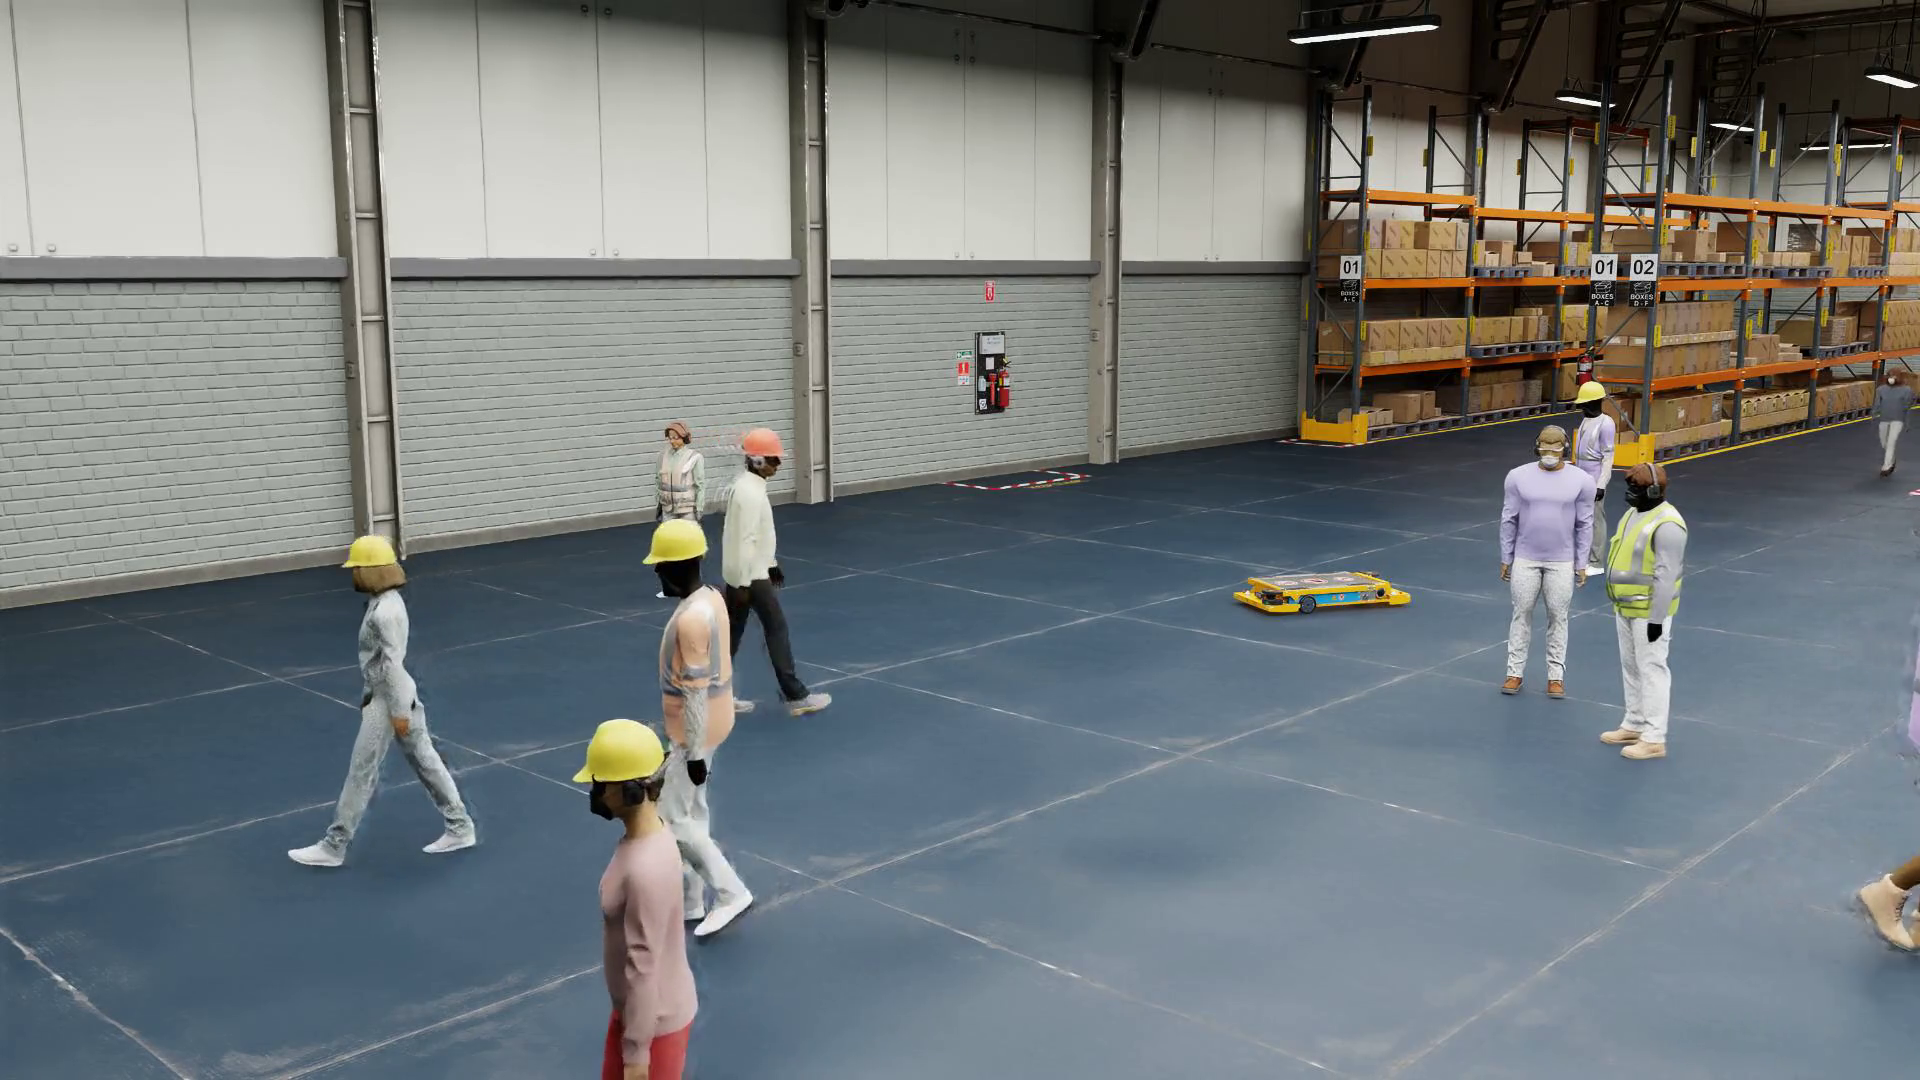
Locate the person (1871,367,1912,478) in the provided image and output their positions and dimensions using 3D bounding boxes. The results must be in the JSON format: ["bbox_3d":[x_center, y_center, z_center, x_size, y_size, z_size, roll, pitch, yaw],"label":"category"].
[{"bbox_3d":[13.578,-1.728,24.217,0.762,1.608,0.509,-8,12,-39],"label":"person"}]

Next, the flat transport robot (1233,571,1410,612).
[{"bbox_3d":[3.253,0.456,14.955,1.431,0.197,0.652,-3,10,-18],"label":"flat transport robot"}]

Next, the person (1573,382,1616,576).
[{"bbox_3d":[6.214,-0.603,16.402,0.379,1.918,0.585,-1,9,-4],"label":"person"}]

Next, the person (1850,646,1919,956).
[{"bbox_3d":[4.282,0.858,7.163,0.481,2.028,0.628,7,12,36],"label":"person"}]

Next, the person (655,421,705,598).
[{"bbox_3d":[-2.560,-0.268,15.208,0.512,1.639,0.311,4,10,23],"label":"person"}]

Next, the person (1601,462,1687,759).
[{"bbox_3d":[4.246,0.429,10.376,0.430,1.837,0.626,0,9,-1],"label":"person"}]

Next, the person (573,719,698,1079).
[{"bbox_3d":[-0.836,1.373,4.893,0.667,1.749,0.530,-3,10,-15],"label":"person"}]

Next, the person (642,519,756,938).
[{"bbox_3d":[-1.236,0.849,7.554,0.489,1.918,0.595,0,9,0],"label":"person"}]

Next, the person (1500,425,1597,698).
[{"bbox_3d":[4.133,0.151,11.758,0.629,1.937,0.373,4,10,22],"label":"person"}]

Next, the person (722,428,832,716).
[{"bbox_3d":[-1.304,0.223,11.250,0.922,1.949,0.626,-3,10,-17],"label":"person"}]

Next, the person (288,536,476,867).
[{"bbox_3d":[-2.939,0.811,8.460,0.917,1.689,0.505,-2,10,-15],"label":"person"}]
